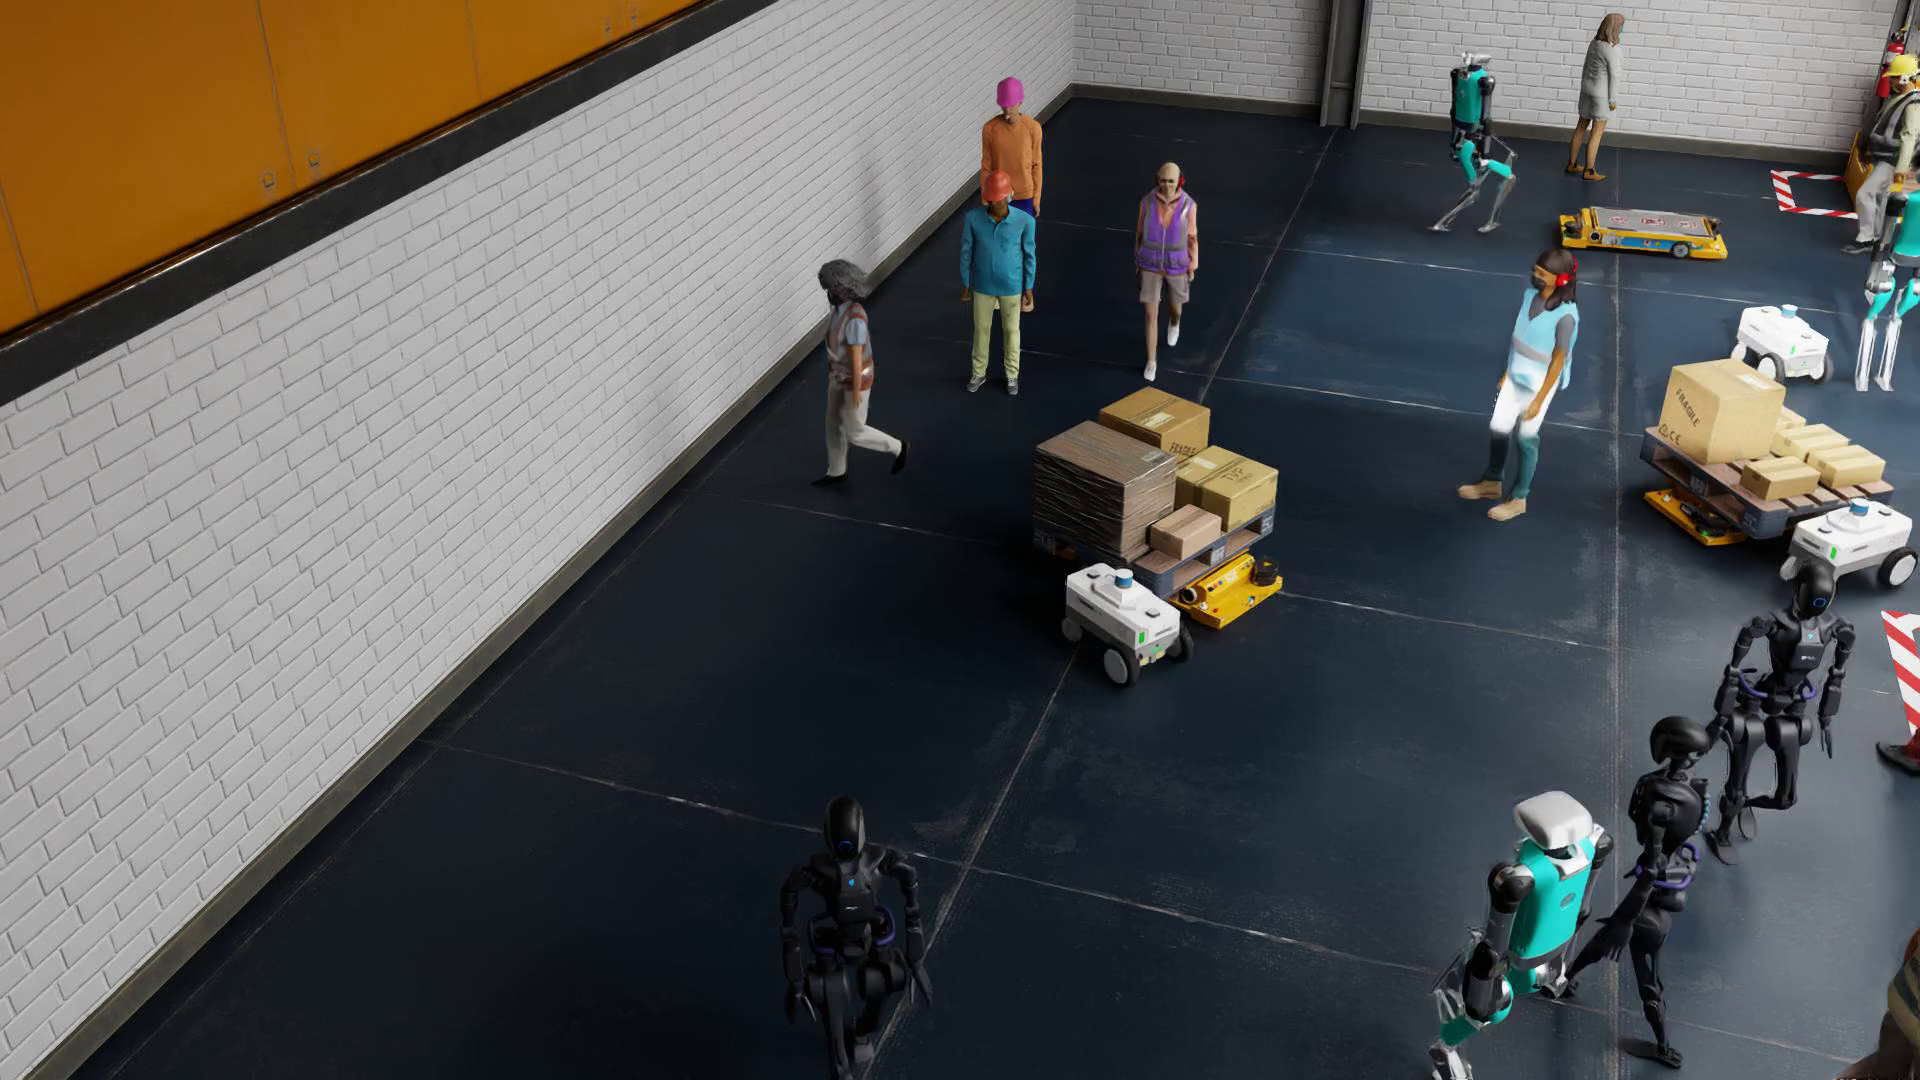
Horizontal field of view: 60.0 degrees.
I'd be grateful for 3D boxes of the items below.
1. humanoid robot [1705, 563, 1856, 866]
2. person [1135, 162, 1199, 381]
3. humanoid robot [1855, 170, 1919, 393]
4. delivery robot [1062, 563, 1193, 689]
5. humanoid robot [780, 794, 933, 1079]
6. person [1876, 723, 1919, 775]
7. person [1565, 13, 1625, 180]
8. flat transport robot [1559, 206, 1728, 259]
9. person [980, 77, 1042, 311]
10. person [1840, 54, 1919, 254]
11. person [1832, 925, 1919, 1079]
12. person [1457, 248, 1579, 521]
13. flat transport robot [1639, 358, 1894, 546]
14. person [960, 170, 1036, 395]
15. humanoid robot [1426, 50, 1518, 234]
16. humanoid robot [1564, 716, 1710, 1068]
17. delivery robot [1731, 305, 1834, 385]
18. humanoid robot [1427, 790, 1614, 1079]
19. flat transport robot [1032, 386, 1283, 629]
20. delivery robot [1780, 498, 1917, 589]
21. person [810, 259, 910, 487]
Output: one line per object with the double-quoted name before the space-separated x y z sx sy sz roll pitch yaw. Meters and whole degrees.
"humanoid robot" 3.824 0.818 7.842 0.610 1.642 0.356 1 30 1
"person" 1.593 -2.128 12.856 0.493 1.672 0.715 5 31 9
"humanoid robot" 7.064 -1.992 12.518 0.532 1.750 0.679 9 32 14
"delivery robot" 0.943 0.454 9.572 0.499 0.595 0.781 -21 36 -31
"humanoid robot" -0.411 1.644 6.503 0.589 1.642 0.782 -6 31 -11
"person" 5.194 0.520 8.314 0.530 1.718 0.768 -12 32 -19
"person" 6.514 -4.519 16.937 0.335 1.659 0.499 -10 32 -17
"flat transport robot" 6.355 -2.867 15.502 1.431 0.231 0.659 7 31 13
"person" 0.422 -2.867 13.827 0.516 1.974 0.397 3 31 6
"person" 8.322 -3.456 14.990 0.563 1.799 0.639 5 31 8
"person" 3.525 1.783 6.148 0.621 1.739 0.484 -2 31 -4
"person" 3.683 -1.018 10.799 0.390 1.857 0.628 -10 32 -16
"flat transport robot" 5.388 -0.281 11.103 1.431 0.231 0.659 -9 32 -14
"person" 0.276 -1.917 12.423 0.572 1.746 0.344 5 31 9
"humanoid robot" 4.874 -3.662 15.436 0.935 1.766 0.565 -12 32 -19
"humanoid robot" 2.788 1.419 6.851 0.717 1.631 0.609 17 35 27
"delivery robot" 6.392 -1.510 12.932 0.524 0.614 0.786 -6 31 -9
"humanoid robot" 2.038 1.624 6.431 0.555 1.785 0.848 -16 34 -25
"flat transport robot" 1.248 0.099 10.457 1.431 0.231 0.659 26 39 37
"delivery robot" 5.509 0.019 10.303 0.788 0.587 0.499 -13 33 -21
"person" -0.671 -1.095 11.100 0.599 1.666 0.489 -15 34 -24
